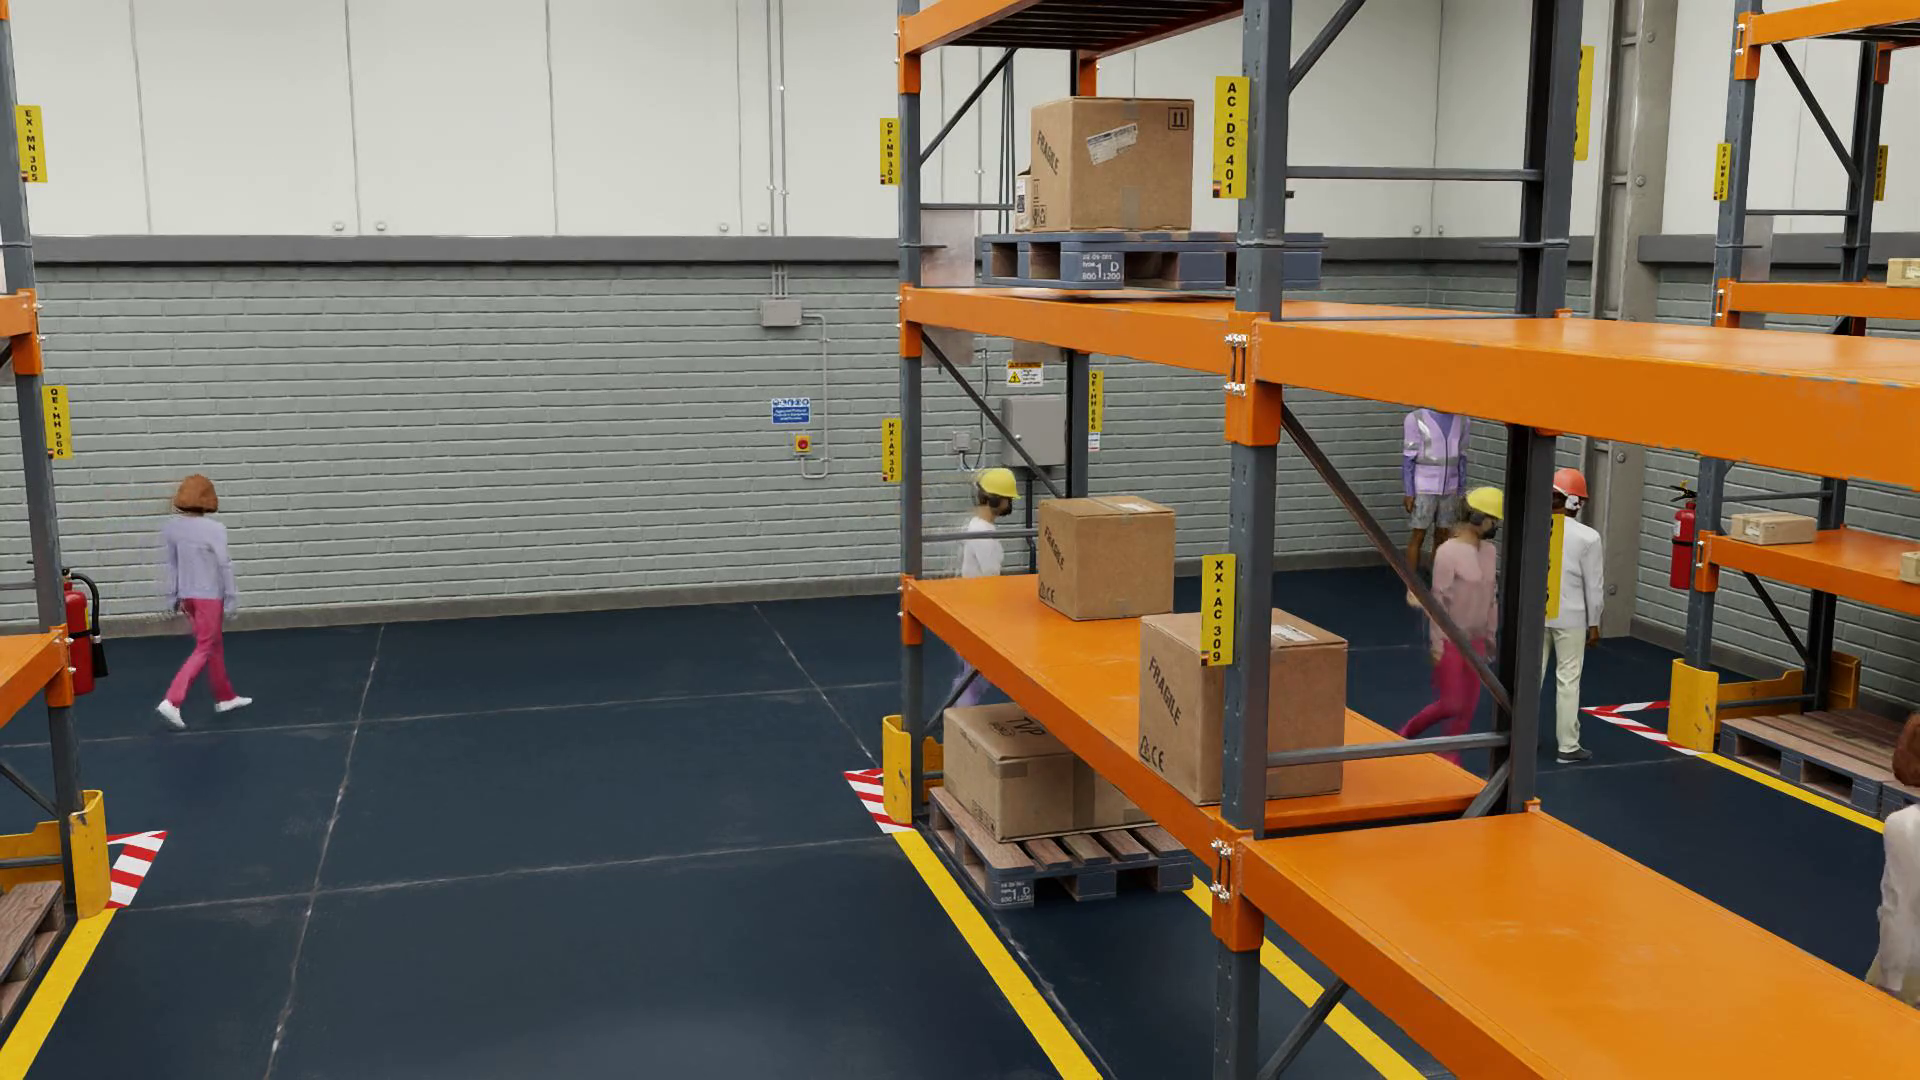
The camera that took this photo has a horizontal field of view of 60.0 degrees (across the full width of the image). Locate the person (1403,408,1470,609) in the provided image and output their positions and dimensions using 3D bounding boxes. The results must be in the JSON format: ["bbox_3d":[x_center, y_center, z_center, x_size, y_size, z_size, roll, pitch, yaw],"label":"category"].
[{"bbox_3d":[4.027,-0.439,14.055,0.607,2.048,0.365,-3,10,-16],"label":"person"}]

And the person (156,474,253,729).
[{"bbox_3d":[-4.891,0.380,10.646,0.506,1.607,0.765,5,11,24],"label":"person"}]

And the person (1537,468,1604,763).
[{"bbox_3d":[3.554,0.444,9.883,0.337,1.742,0.561,-10,14,-43],"label":"person"}]

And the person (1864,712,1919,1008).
[{"bbox_3d":[3.102,1.332,5.225,0.510,1.607,0.765,-4,11,-21],"label":"person"}]

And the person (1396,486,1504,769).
[{"bbox_3d":[2.778,0.551,9.336,0.549,1.729,0.479,-8,13,-37],"label":"person"}]

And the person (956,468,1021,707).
[{"bbox_3d":[0.139,0.432,9.979,0.442,1.742,0.529,0,10,1],"label":"person"}]
